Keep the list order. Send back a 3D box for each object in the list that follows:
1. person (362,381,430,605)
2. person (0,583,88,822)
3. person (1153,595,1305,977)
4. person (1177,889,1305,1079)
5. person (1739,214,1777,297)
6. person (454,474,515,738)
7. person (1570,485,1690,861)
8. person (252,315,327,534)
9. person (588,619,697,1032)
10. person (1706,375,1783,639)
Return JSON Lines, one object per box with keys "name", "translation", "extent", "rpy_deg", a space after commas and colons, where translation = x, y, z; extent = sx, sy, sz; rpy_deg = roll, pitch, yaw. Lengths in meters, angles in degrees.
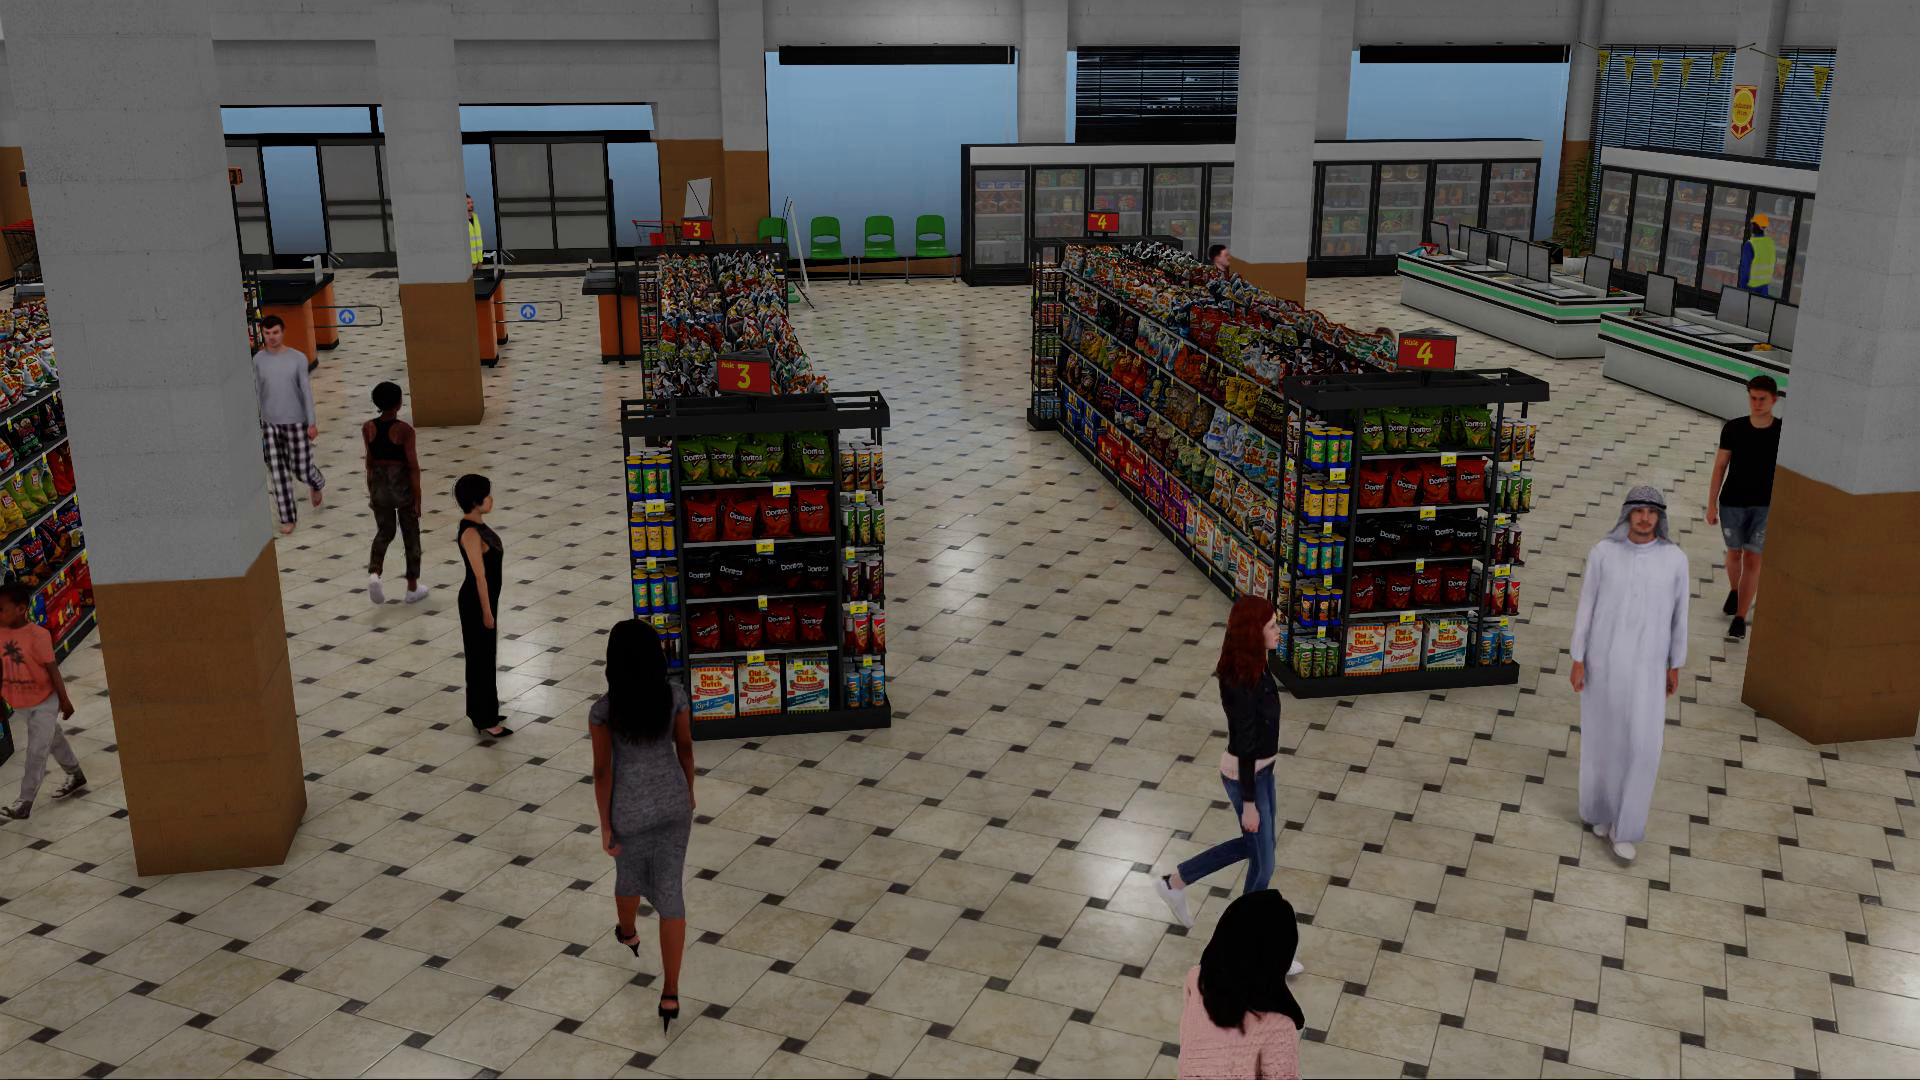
{"name": "person", "translation": [-4.158, -0.300, 12.092], "extent": [0.739, 1.682, 0.990], "rpy_deg": [2, 17, 6]}
{"name": "person", "translation": [-4.971, 0.841, 9.027], "extent": [0.750, 1.279, 0.947], "rpy_deg": [5, 18, 16]}
{"name": "person", "translation": [1.199, 1.094, 7.354], "extent": [0.942, 1.767, 0.983], "rpy_deg": [7, 18, 21]}
{"name": "person", "translation": [0.730, 1.872, 4.889], "extent": [0.912, 1.712, 1.171], "rpy_deg": [-7, 18, -22]}
{"name": "person", "translation": [10.631, -3.400, 22.114], "extent": [0.722, 1.792, 1.070], "rpy_deg": [-5, 18, -16]}
{"name": "person", "translation": [-2.886, 0.387, 9.966], "extent": [0.679, 1.603, 0.511], "rpy_deg": [-6, 18, -20]}
{"name": "person", "translation": [3.463, 0.622, 8.659], "extent": [0.938, 1.912, 1.022], "rpy_deg": [6, 18, 20]}
{"name": "person", "translation": [-5.731, -1.010, 14.193], "extent": [0.632, 1.821, 1.013], "rpy_deg": [-2, 17, -8]}
{"name": "person", "translation": [-1.280, 1.224, 6.967], "extent": [0.724, 1.743, 1.088], "rpy_deg": [-6, 18, -18]}
{"name": "person", "translation": [5.567, -0.249, 11.730], "extent": [1.173, 1.794, 1.277], "rpy_deg": [10, 20, 30]}
